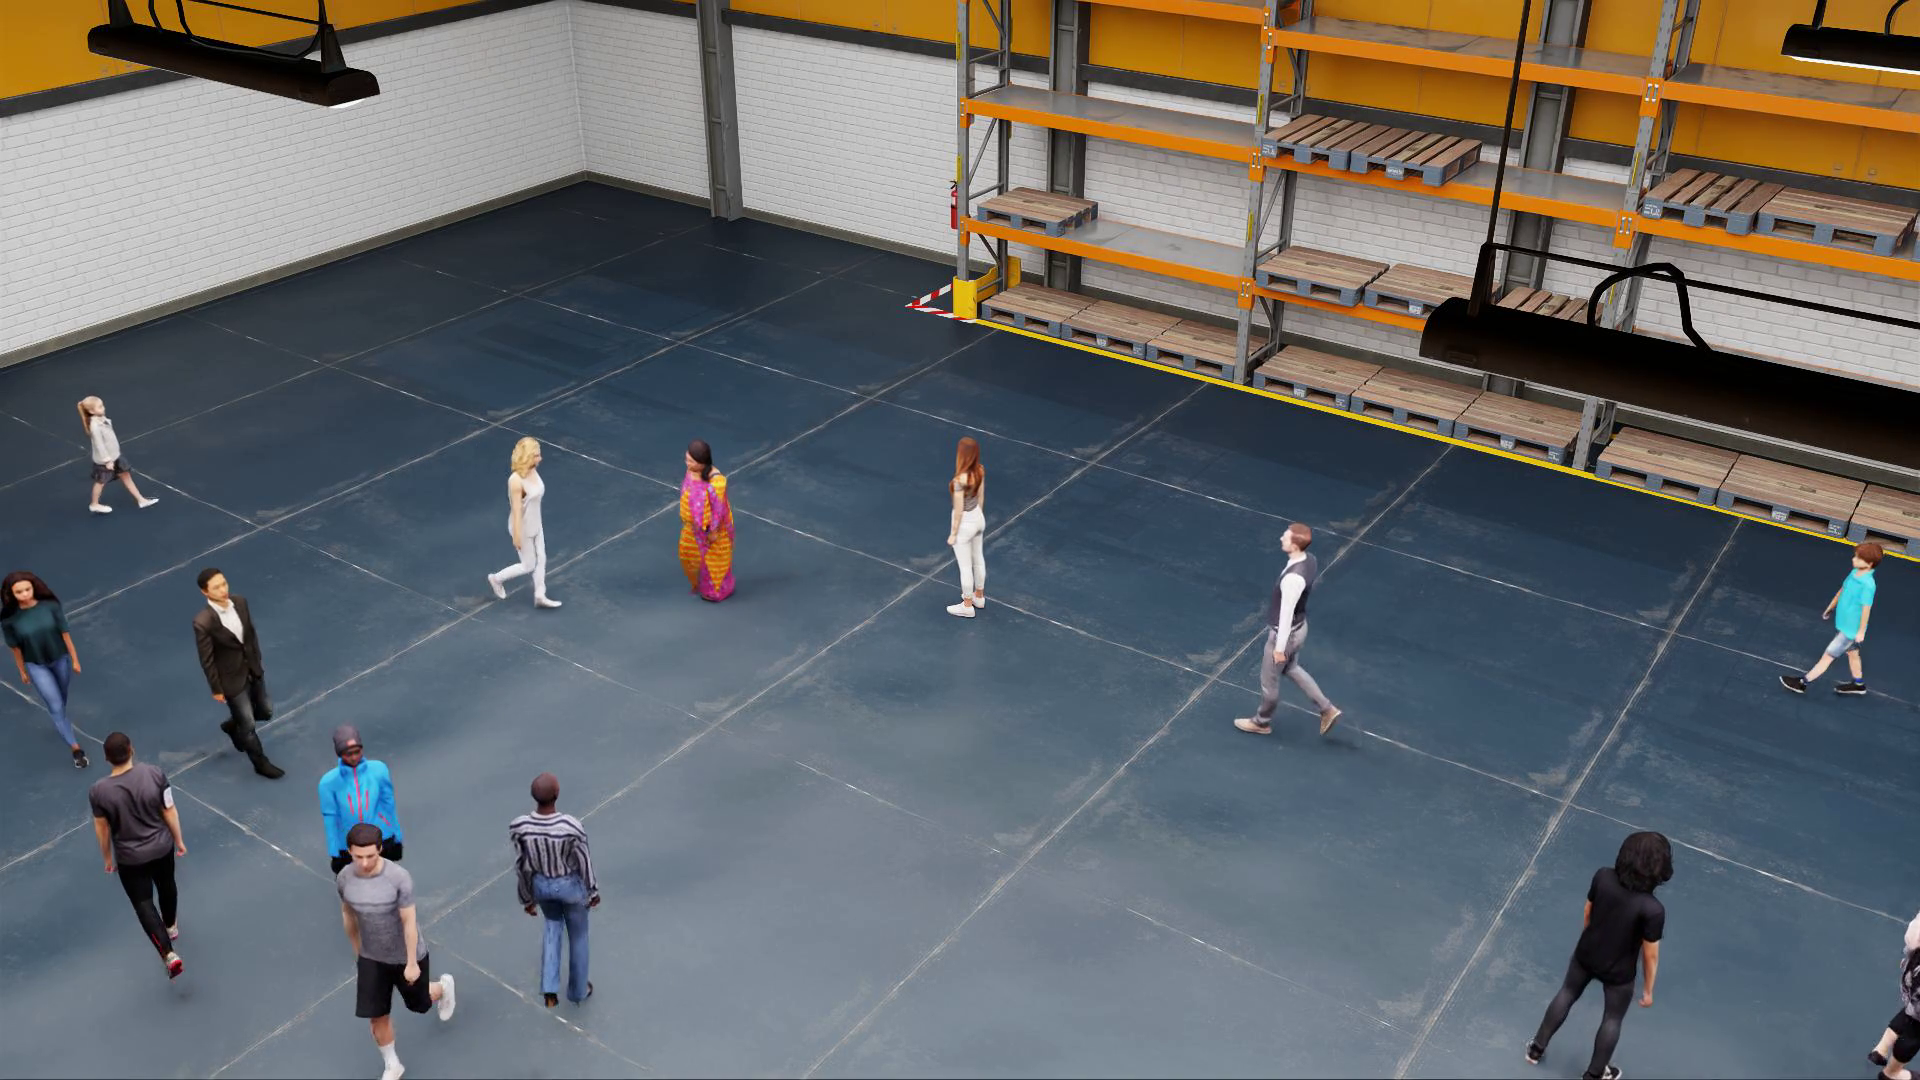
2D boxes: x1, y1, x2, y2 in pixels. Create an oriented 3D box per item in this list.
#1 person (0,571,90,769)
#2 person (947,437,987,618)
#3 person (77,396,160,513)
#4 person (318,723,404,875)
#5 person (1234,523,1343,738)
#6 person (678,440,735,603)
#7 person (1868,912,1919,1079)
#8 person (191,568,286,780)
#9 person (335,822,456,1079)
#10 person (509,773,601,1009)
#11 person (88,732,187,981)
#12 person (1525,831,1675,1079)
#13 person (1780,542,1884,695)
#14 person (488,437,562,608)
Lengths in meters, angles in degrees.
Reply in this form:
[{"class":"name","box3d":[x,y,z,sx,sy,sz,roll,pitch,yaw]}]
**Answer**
[{"class":"person","box3d":[-7.107,0.934,12.935,0.768,1.576,1.133,-22,36,-35]},{"class":"person","box3d":[0.077,-0.123,14.718,0.501,1.724,0.583,19,34,31]},{"class":"person","box3d":[-8.531,-0.821,16.498,0.947,1.245,0.852,-2,29,-4]},{"class":"person","box3d":[-3.910,1.934,10.886,0.847,1.783,0.985,-15,32,-25]},{"class":"person","box3d":[2.631,0.736,12.943,1.102,1.916,0.769,12,31,21]},{"class":"person","box3d":[-2.215,-0.202,14.937,0.807,1.653,0.723,-19,34,-31]},{"class":"person","box3d":[5.655,2.620,9.798,0.838,1.620,0.783,-4,29,-7]},{"class":"person","box3d":[-5.532,1.000,12.590,0.926,1.791,0.773,13,31,22]},{"class":"person","box3d":[-3.351,2.405,9.963,1.111,1.839,1.034,4,29,7]},{"class":"person","box3d":[-2.500,2.254,10.299,0.789,1.782,0.848,3,29,6]},{"class":"person","box3d":[-5.256,2.046,10.726,0.876,1.739,1.165,-19,34,-31]},{"class":"person","box3d":[3.835,2.483,9.844,0.944,1.815,0.772,-19,34,-31]},{"class":"person","box3d":[7.340,0.680,13.571,1.019,1.413,0.797,5,29,9]},{"class":"person","box3d":[-3.938,-0.131,14.817,0.986,1.643,0.846,8,30,15]}]
